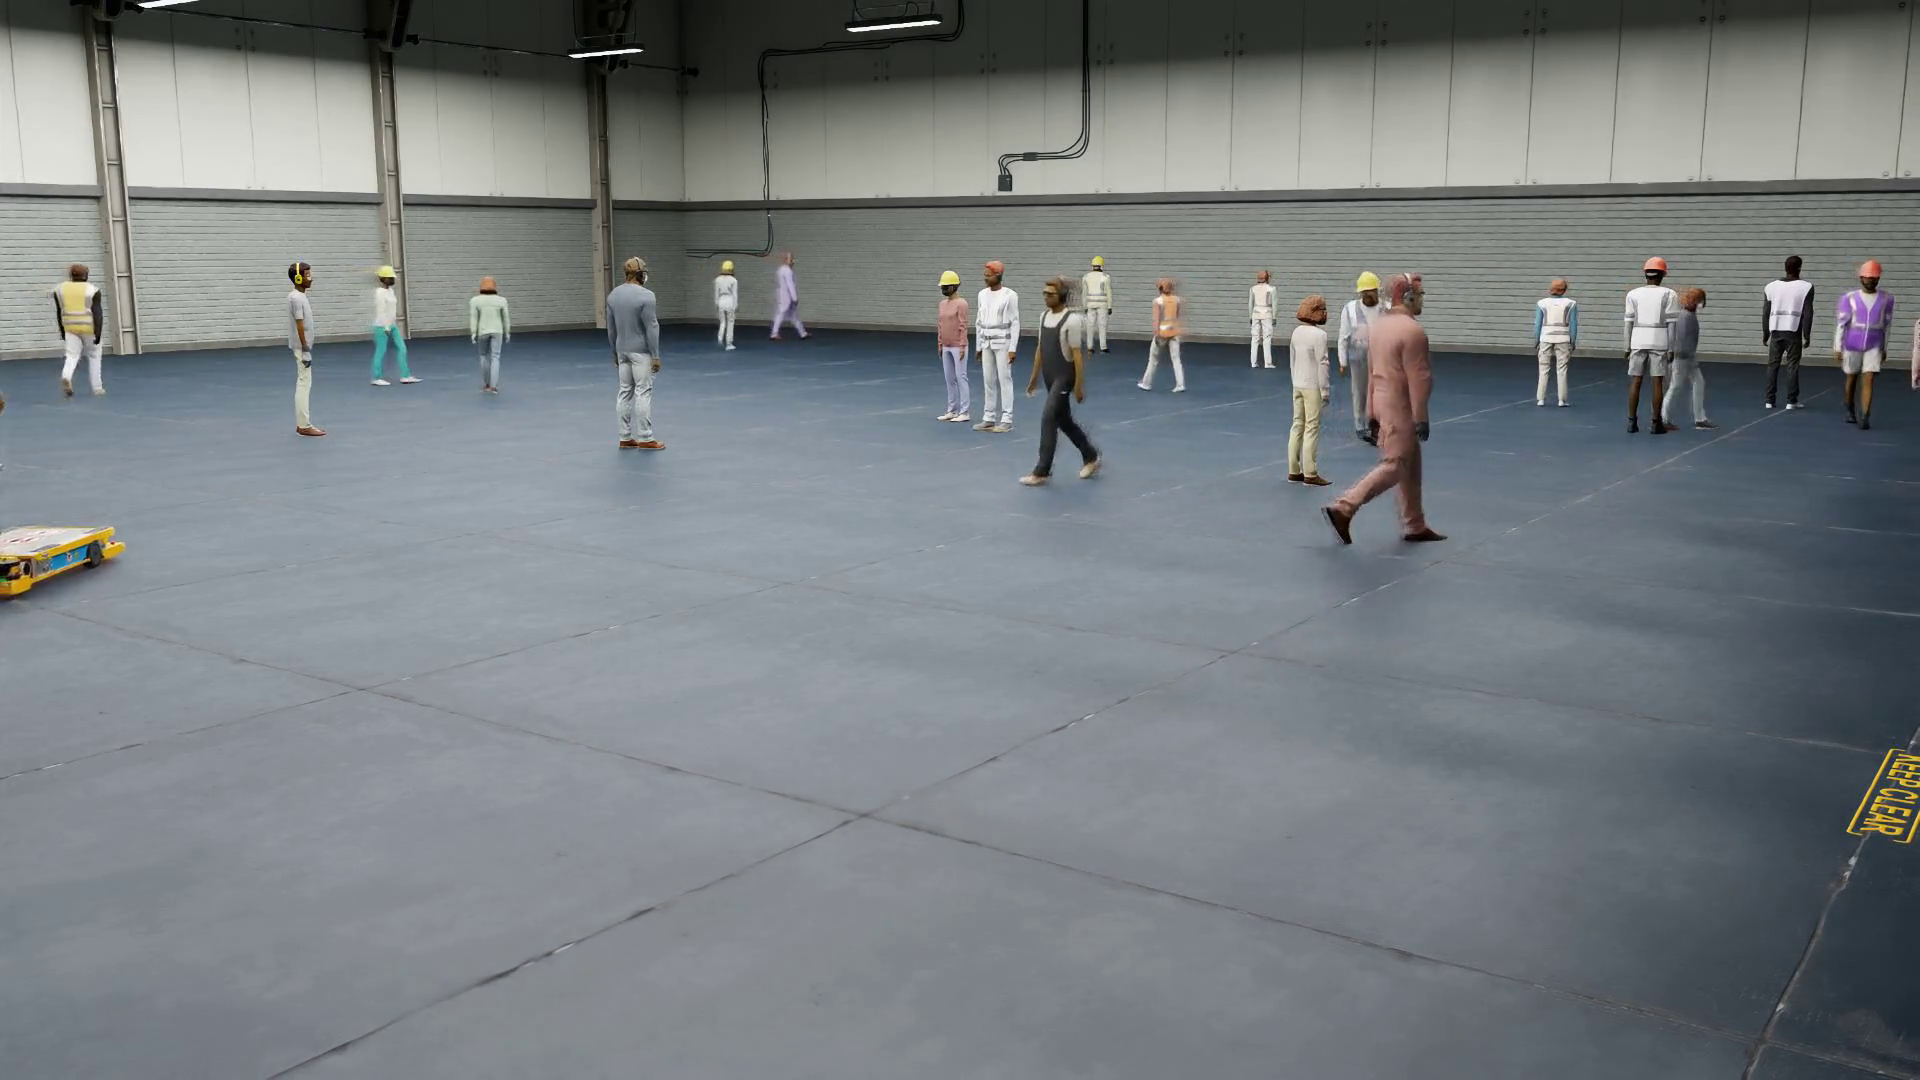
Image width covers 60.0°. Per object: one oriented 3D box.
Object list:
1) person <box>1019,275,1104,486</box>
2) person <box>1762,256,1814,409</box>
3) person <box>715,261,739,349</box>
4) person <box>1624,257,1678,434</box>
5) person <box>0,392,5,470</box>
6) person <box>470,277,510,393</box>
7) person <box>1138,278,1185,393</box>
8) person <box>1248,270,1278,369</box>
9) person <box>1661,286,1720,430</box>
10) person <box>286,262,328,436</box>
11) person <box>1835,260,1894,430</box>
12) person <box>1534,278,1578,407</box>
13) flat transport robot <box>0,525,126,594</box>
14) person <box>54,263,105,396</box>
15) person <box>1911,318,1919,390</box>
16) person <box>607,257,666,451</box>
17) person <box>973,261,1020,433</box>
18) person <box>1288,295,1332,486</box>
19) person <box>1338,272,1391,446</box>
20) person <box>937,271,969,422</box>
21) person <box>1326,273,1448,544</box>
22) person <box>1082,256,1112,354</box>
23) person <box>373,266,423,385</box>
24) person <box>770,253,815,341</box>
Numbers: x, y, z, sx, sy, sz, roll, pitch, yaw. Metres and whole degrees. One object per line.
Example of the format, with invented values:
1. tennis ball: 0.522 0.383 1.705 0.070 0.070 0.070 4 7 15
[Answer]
1. person: 0.913 -1.388 14.433 0.911 1.813 0.517 -5 11 -27
2. person: 10.404 -2.609 20.946 0.590 1.919 0.397 10 14 44
3. person: -4.556 -4.606 32.637 0.506 1.732 0.375 4 11 22
4. person: 7.546 -2.121 18.188 0.543 1.928 0.371 7 12 34
5. person: -8.887 -1.602 14.991 0.424 2.028 0.642 -7 12 -34
6. person: -6.562 -2.870 23.277 0.523 1.591 0.831 -2 10 -12
7. person: 2.863 -2.864 23.288 0.518 1.595 0.833 -5 11 -28
8. person: 5.027 -3.661 27.628 0.515 1.636 0.315 8 13 38
9. person: 8.119 -1.989 18.377 0.745 1.596 0.519 7 12 33
10. person: -7.078 -2.055 17.978 0.328 1.872 0.512 -5 11 -25
11. person: 10.257 -2.223 18.897 0.558 1.893 1.014 4 11 22
12. person: 7.563 -2.503 21.142 0.523 1.636 0.310 5 11 25
13. flat transport robot: -5.856 0.107 10.344 0.652 0.197 1.431 0 10 -2
14. person: -11.946 -2.843 22.554 0.627 1.816 0.758 -1 10 -7
15. person: 9.242 -1.565 15.652 0.532 1.721 0.850 6 12 31
16. person: -3.249 -1.856 16.672 0.635 1.938 0.354 7 12 34
17. person: 0.399 -2.122 18.318 0.579 1.881 0.342 10 14 44
18. person: 3.019 -1.284 14.326 0.281 1.633 0.500 -4 11 -21
19. person: 4.227 -1.869 17.184 0.619 1.772 0.946 2 10 13
20. person: -0.093 -2.253 19.405 0.341 1.757 0.518 -8 13 -37
21. person: 2.975 -0.890 11.446 0.866 1.883 0.645 -1 10 -5
22. person: 2.601 -4.420 31.327 0.590 1.833 0.404 5 11 27
23. person: -8.269 -3.118 24.307 0.783 1.736 0.549 1 10 4
24. person: -3.606 -5.179 35.521 1.008 1.849 0.663 -2 10 -13
